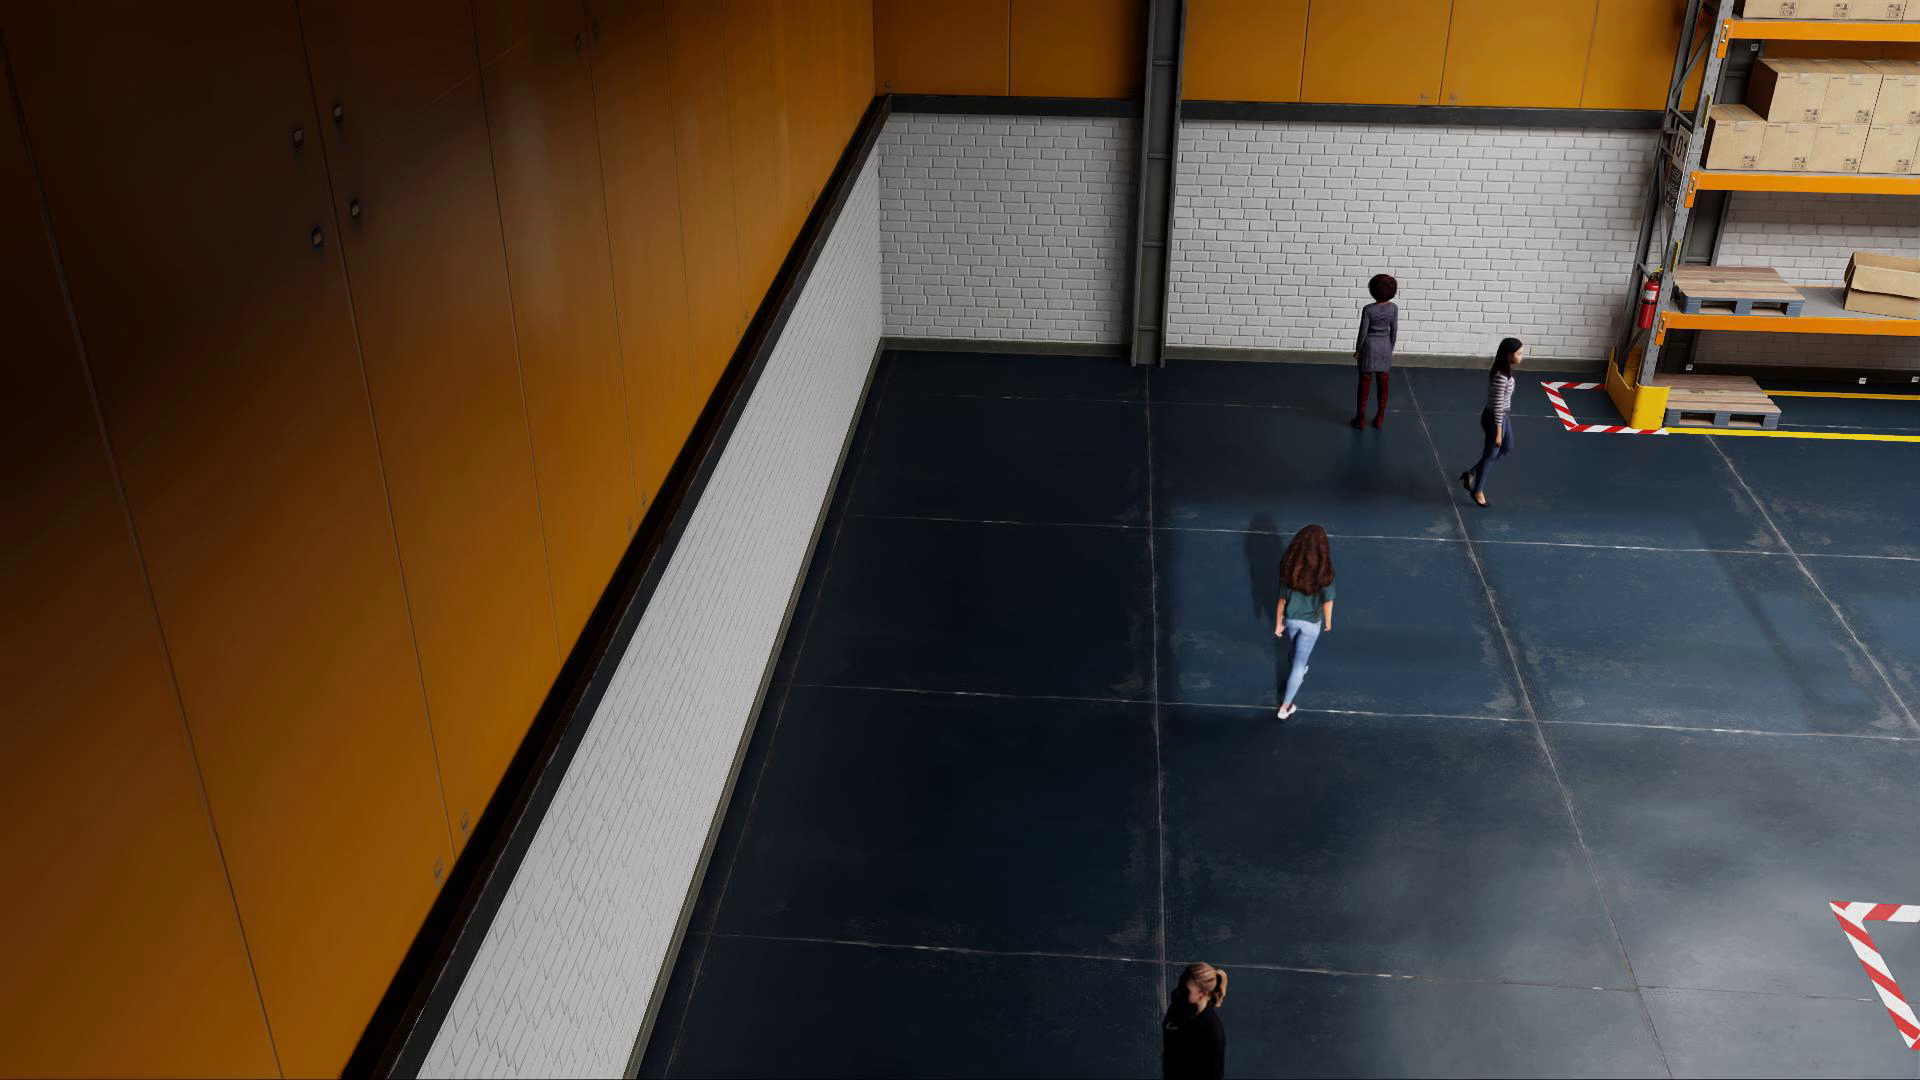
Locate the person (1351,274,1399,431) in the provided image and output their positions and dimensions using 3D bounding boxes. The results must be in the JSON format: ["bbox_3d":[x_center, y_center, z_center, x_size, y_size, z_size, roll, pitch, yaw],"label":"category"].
[{"bbox_3d":[4.433,-2.005,17.728,0.493,1.712,0.680,-3,29,-5],"label":"person"}]

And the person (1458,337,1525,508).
[{"bbox_3d":[5.067,-1.128,16.054,0.762,1.777,0.712,9,30,17],"label":"person"}]

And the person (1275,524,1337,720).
[{"bbox_3d":[2.639,0.671,12.953,1.003,1.587,0.914,17,33,28],"label":"person"}]

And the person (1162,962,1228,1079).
[{"bbox_3d":[1.223,2.885,8.771,0.693,1.706,0.684,-13,31,-22],"label":"person"}]
